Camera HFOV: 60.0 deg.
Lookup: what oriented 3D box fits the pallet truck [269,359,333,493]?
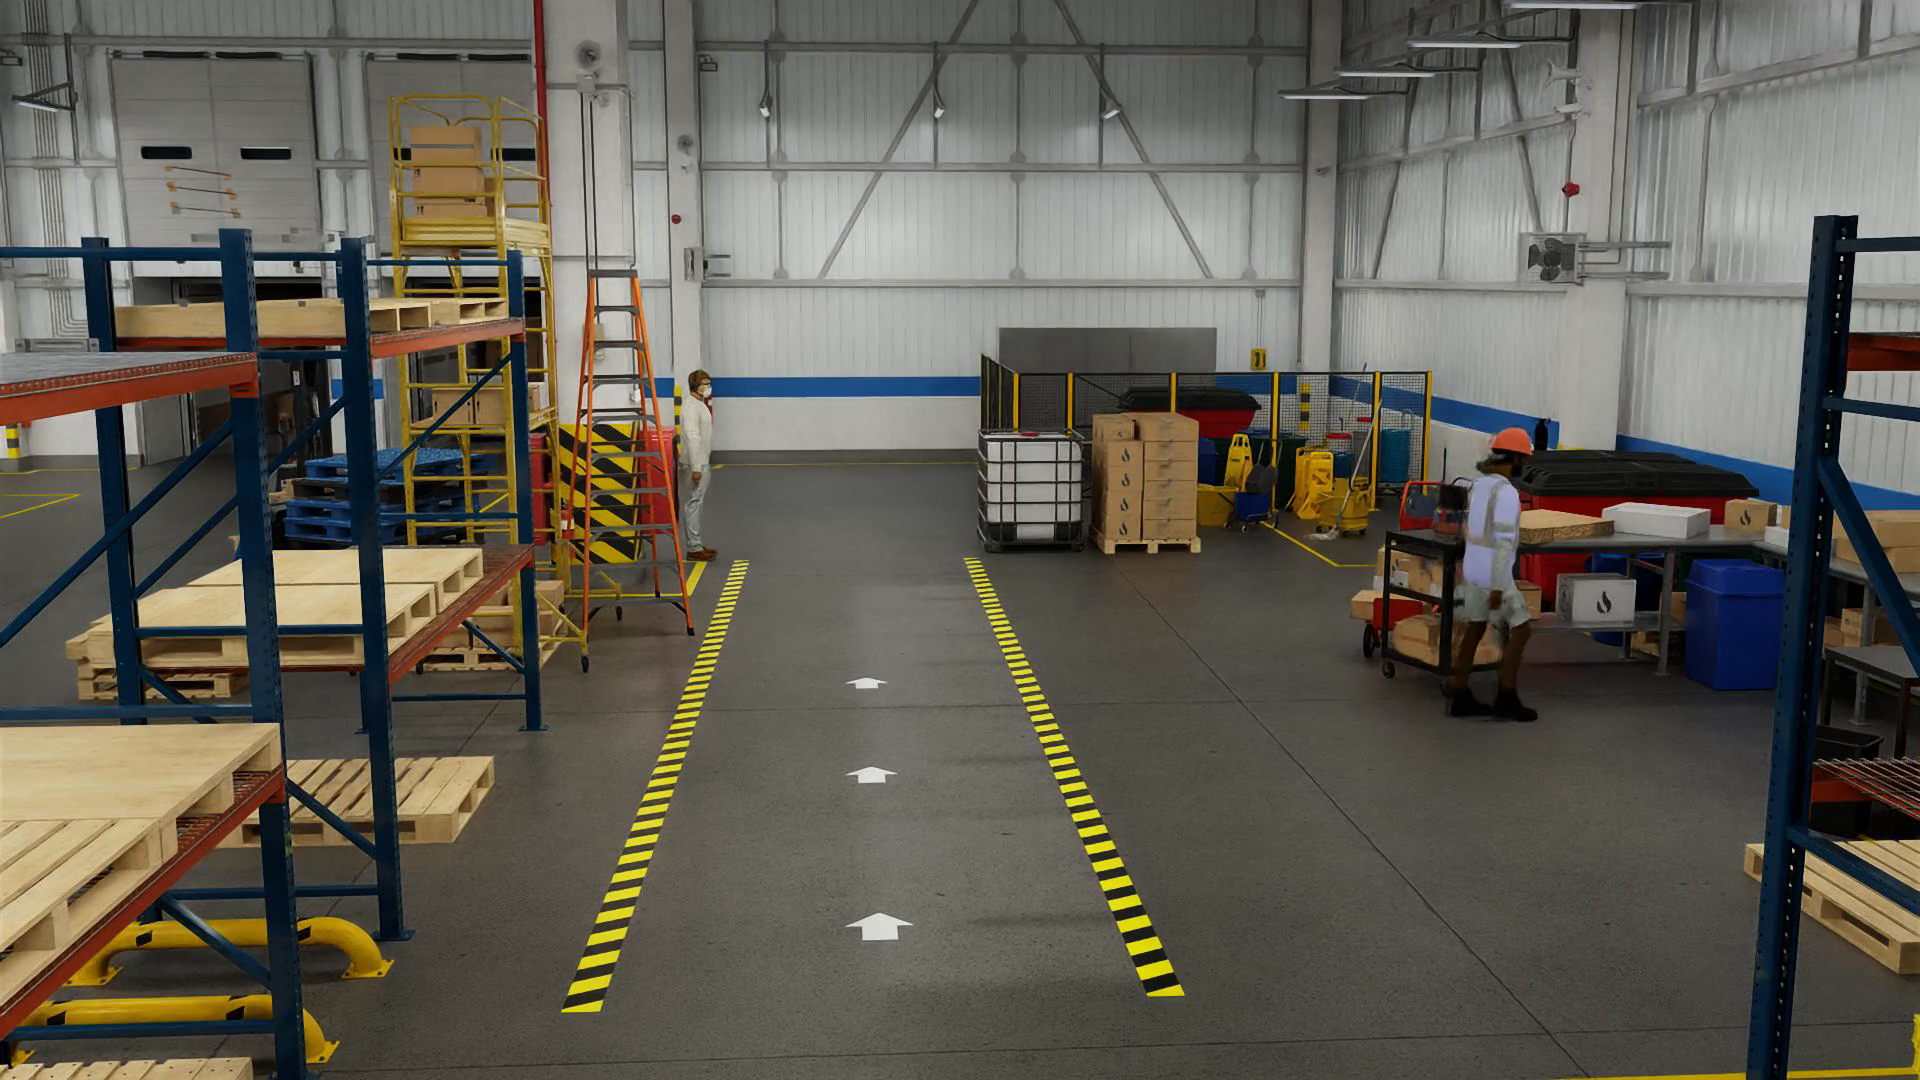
[{"bbox_3d":[-7.062,-1.131,18.996,1.885,1.965,0.823,2,9,13],"label":"pallet truck"}]

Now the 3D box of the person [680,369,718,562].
[{"bbox_3d":[-2.650,-0.755,16.824,0.354,1.936,0.636,-1,9,-4],"label":"person"}]

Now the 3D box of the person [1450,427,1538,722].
[{"bbox_3d":[3.511,0.224,10.776,0.658,1.896,0.546,-1,9,-8],"label":"person"}]
